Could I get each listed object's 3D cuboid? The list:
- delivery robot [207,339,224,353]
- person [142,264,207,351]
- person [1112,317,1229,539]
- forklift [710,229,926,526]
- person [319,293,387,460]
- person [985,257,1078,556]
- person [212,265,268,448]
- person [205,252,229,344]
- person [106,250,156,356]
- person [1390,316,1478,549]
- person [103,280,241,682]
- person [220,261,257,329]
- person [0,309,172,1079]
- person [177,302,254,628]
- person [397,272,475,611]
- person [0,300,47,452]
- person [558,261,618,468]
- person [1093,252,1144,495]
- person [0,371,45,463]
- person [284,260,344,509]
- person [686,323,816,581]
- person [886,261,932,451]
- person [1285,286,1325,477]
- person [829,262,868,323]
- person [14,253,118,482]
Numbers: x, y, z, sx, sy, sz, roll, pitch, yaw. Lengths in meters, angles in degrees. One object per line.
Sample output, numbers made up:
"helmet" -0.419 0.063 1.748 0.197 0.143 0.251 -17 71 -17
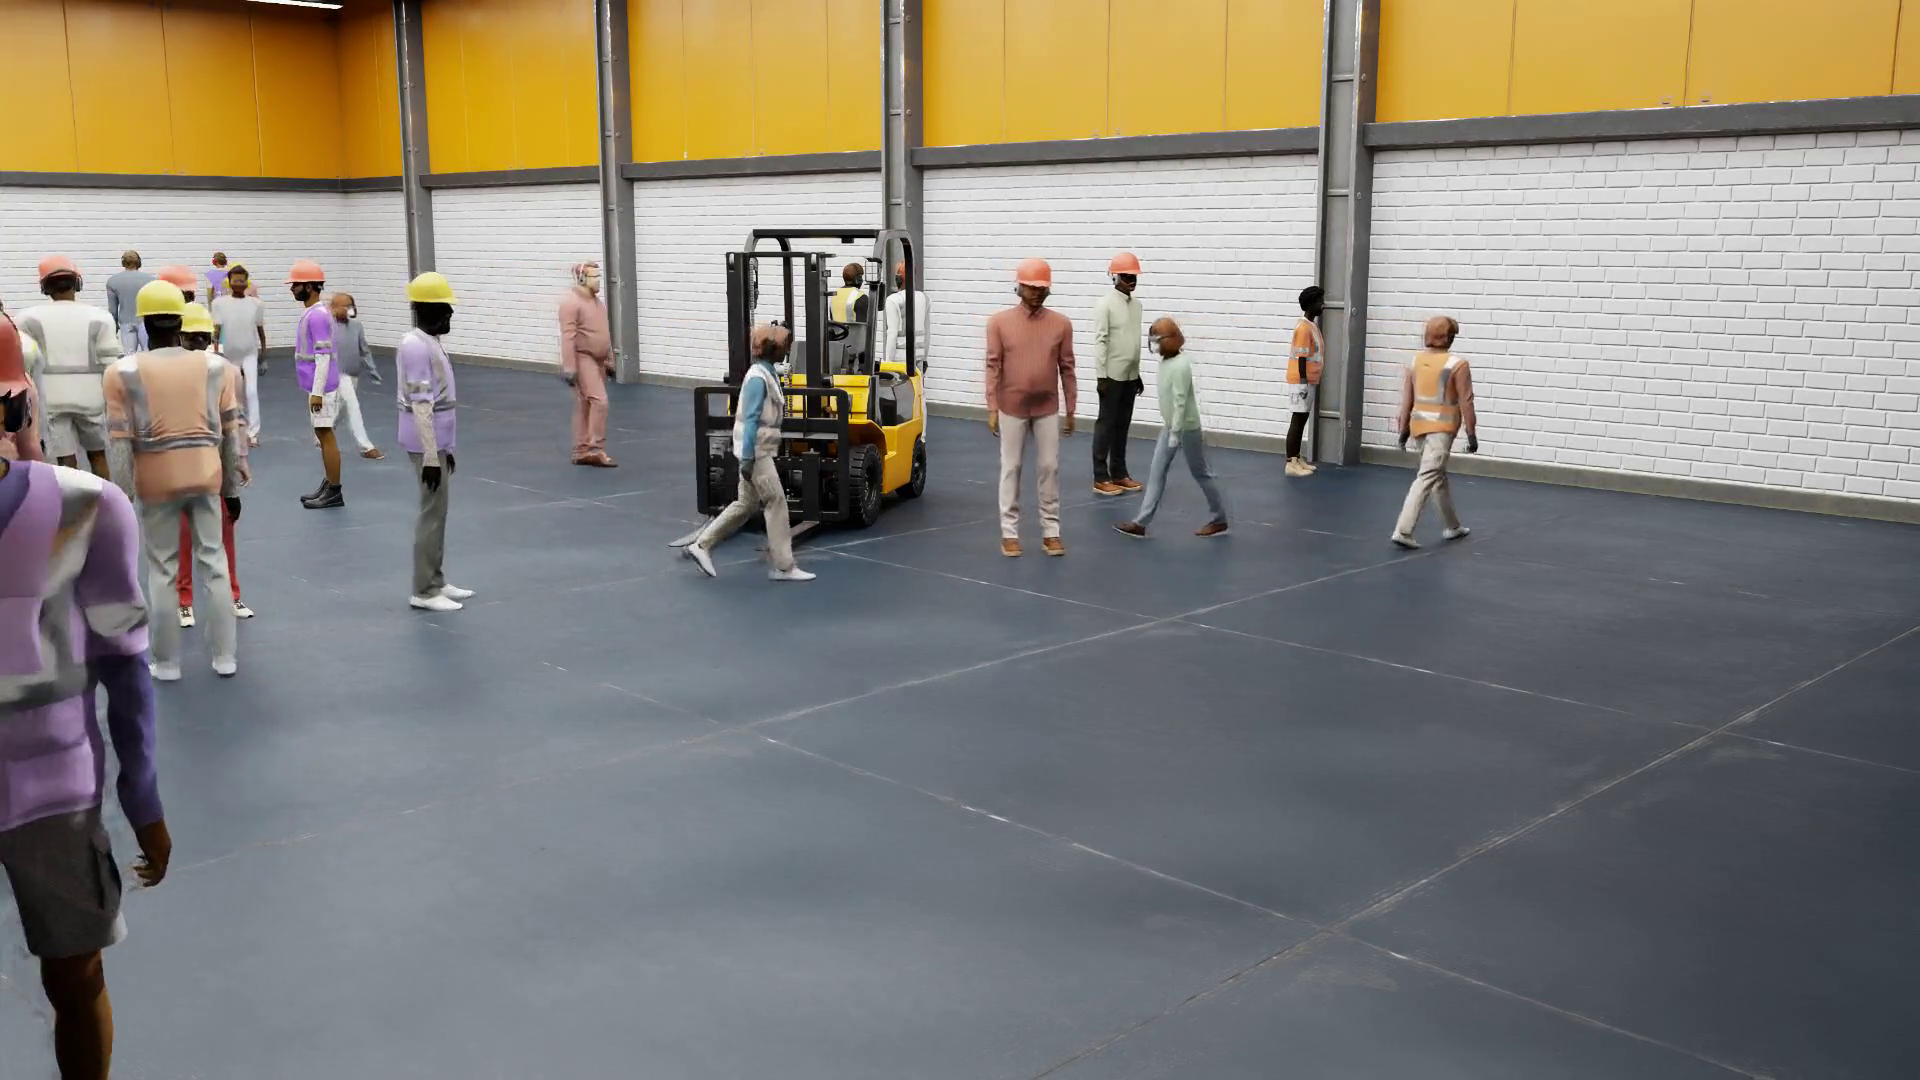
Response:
"delivery robot" -11.245 -2.799 25.204 0.707 0.478 0.477 9 14 40
"person" -5.544 -1.014 11.994 0.529 1.919 0.579 4 11 19
"person" 1.513 -0.769 11.617 0.918 1.560 0.504 -3 11 -17
"forklift" -1.050 -1.319 12.920 1.214 2.155 2.313 2 11 13
"person" -5.902 -1.571 15.946 0.871 1.589 0.513 4 11 19
"person" 0.478 -0.880 11.085 0.631 1.990 0.398 -2 11 -10
"person" -7.347 -1.884 16.983 0.522 1.843 0.833 -4 11 -23
"person" -12.453 -3.938 28.147 0.565 1.846 0.390 -10 14 -44
"person" -10.671 -2.774 21.549 0.629 1.940 0.379 -2 11 -11
"person" 3.265 -0.742 11.426 0.899 1.588 0.532 -7 12 -33
"person" -3.740 -0.271 7.951 0.594 1.927 0.372 -9 14 -40
"person" -10.728 -3.263 24.735 0.546 1.742 0.676 -1 10 -8
"person" -1.972 0.525 3.365 0.663 2.031 0.468 -4 11 -22
"person" -4.174 -0.415 9.154 0.522 1.770 0.308 -10 14 -43
"person" -3.020 -0.565 9.573 0.401 1.921 0.637 -3 11 -15
"person" -6.042 -0.674 10.422 0.638 1.825 0.681 -10 14 -42
"person" -3.313 -1.604 15.287 0.656 1.887 0.673 2 11 13
"person" 1.334 -1.377 13.775 0.395 1.993 0.614 9 13 39
"person" -4.327 -0.112 7.228 0.664 1.884 0.466 -7 13 -34
"person" -5.058 -1.215 13.055 0.357 1.938 0.542 -4 11 -23
"person" -1.317 -0.534 10.242 0.765 1.602 0.537 0 10 -1
"person" -0.525 -1.783 16.296 0.347 1.882 0.584 9 14 41
"person" 3.069 -1.411 14.801 0.321 1.691 0.531 4 11 19
"person" -1.104 -1.993 17.545 0.429 1.846 0.633 -8 13 -37
"person" -6.049 -0.931 11.324 0.600 2.008 0.673 -6 12 -29
